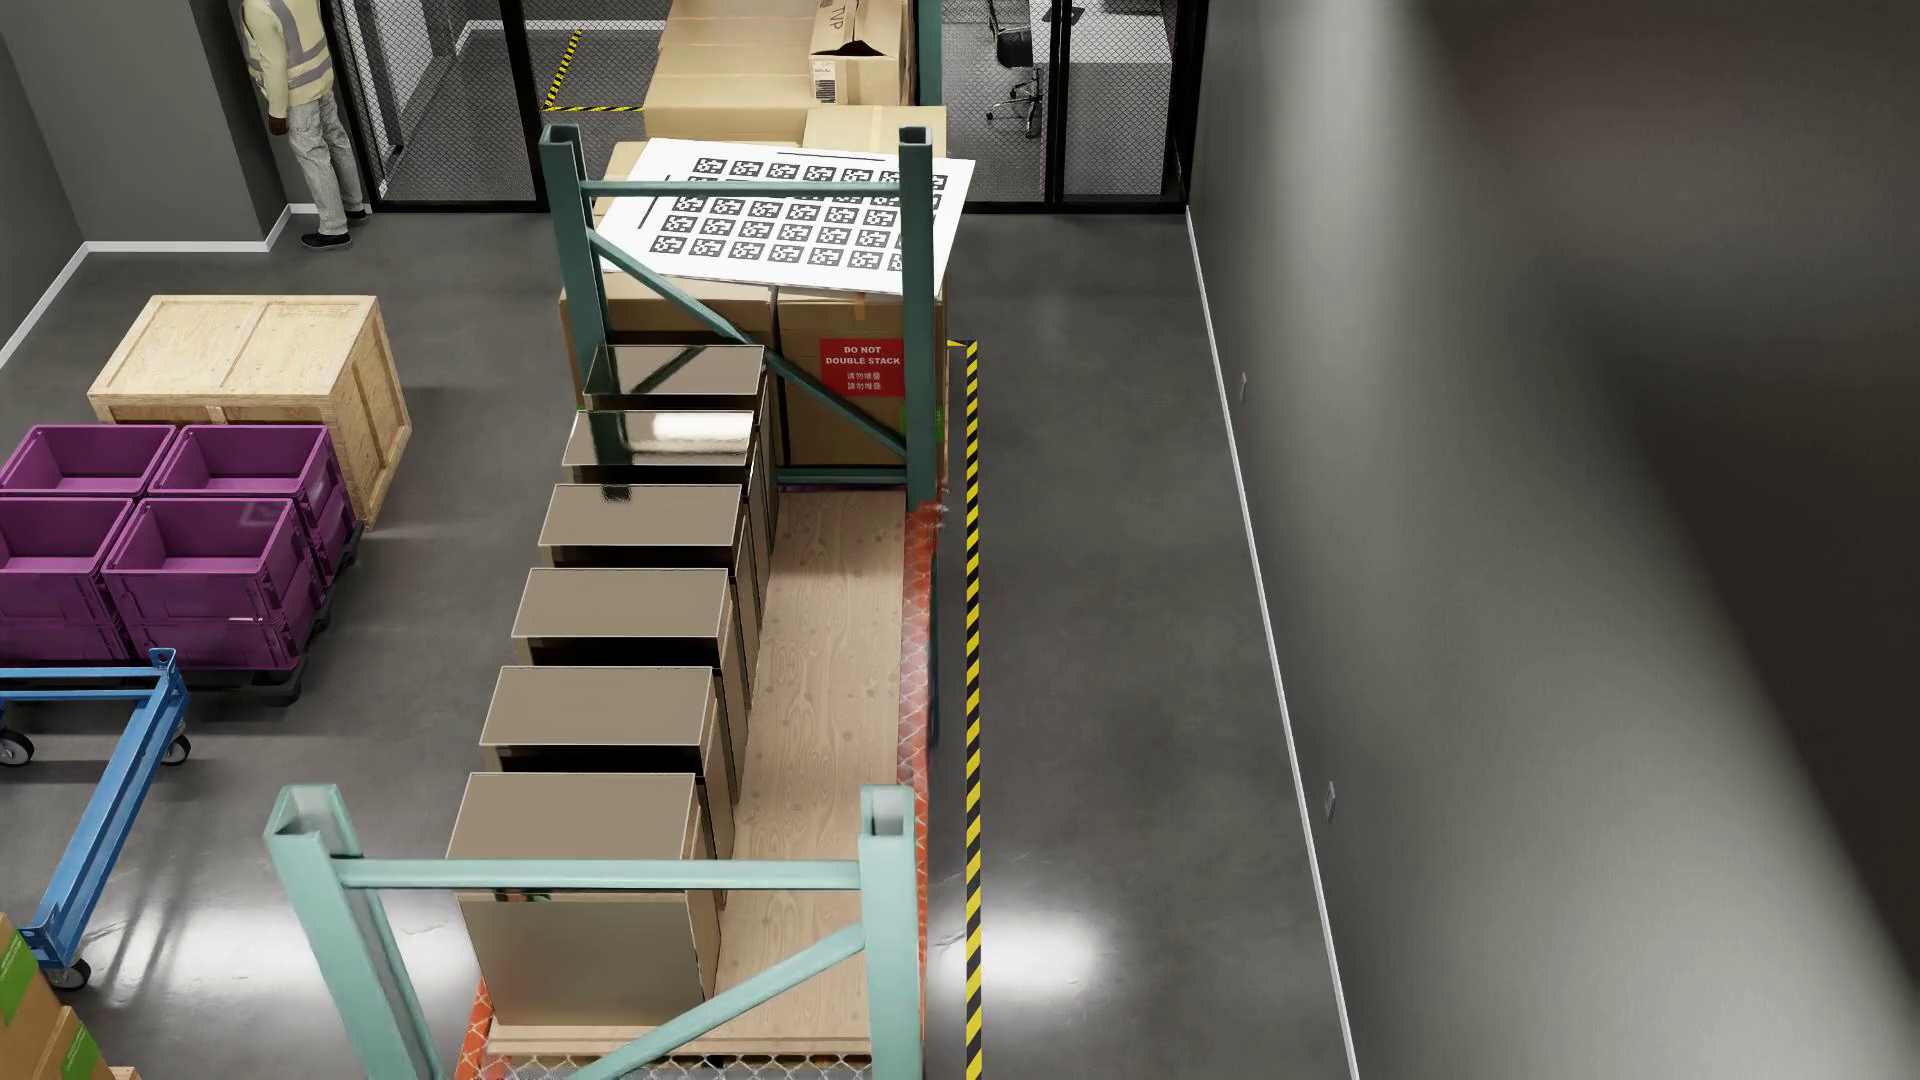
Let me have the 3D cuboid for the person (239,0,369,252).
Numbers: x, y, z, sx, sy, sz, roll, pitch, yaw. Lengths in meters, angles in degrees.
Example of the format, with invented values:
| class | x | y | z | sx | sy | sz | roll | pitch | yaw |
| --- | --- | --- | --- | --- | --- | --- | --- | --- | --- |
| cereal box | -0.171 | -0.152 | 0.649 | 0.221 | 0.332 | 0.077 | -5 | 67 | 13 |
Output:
| class | x | y | z | sx | sy | sz | roll | pitch | yaw |
| --- | --- | --- | --- | --- | --- | --- | --- | --- | --- |
| person | -3.479 | -2.388 | 8.694 | 0.403 | 1.835 | 0.588 | 5 | 41 | 6 |
